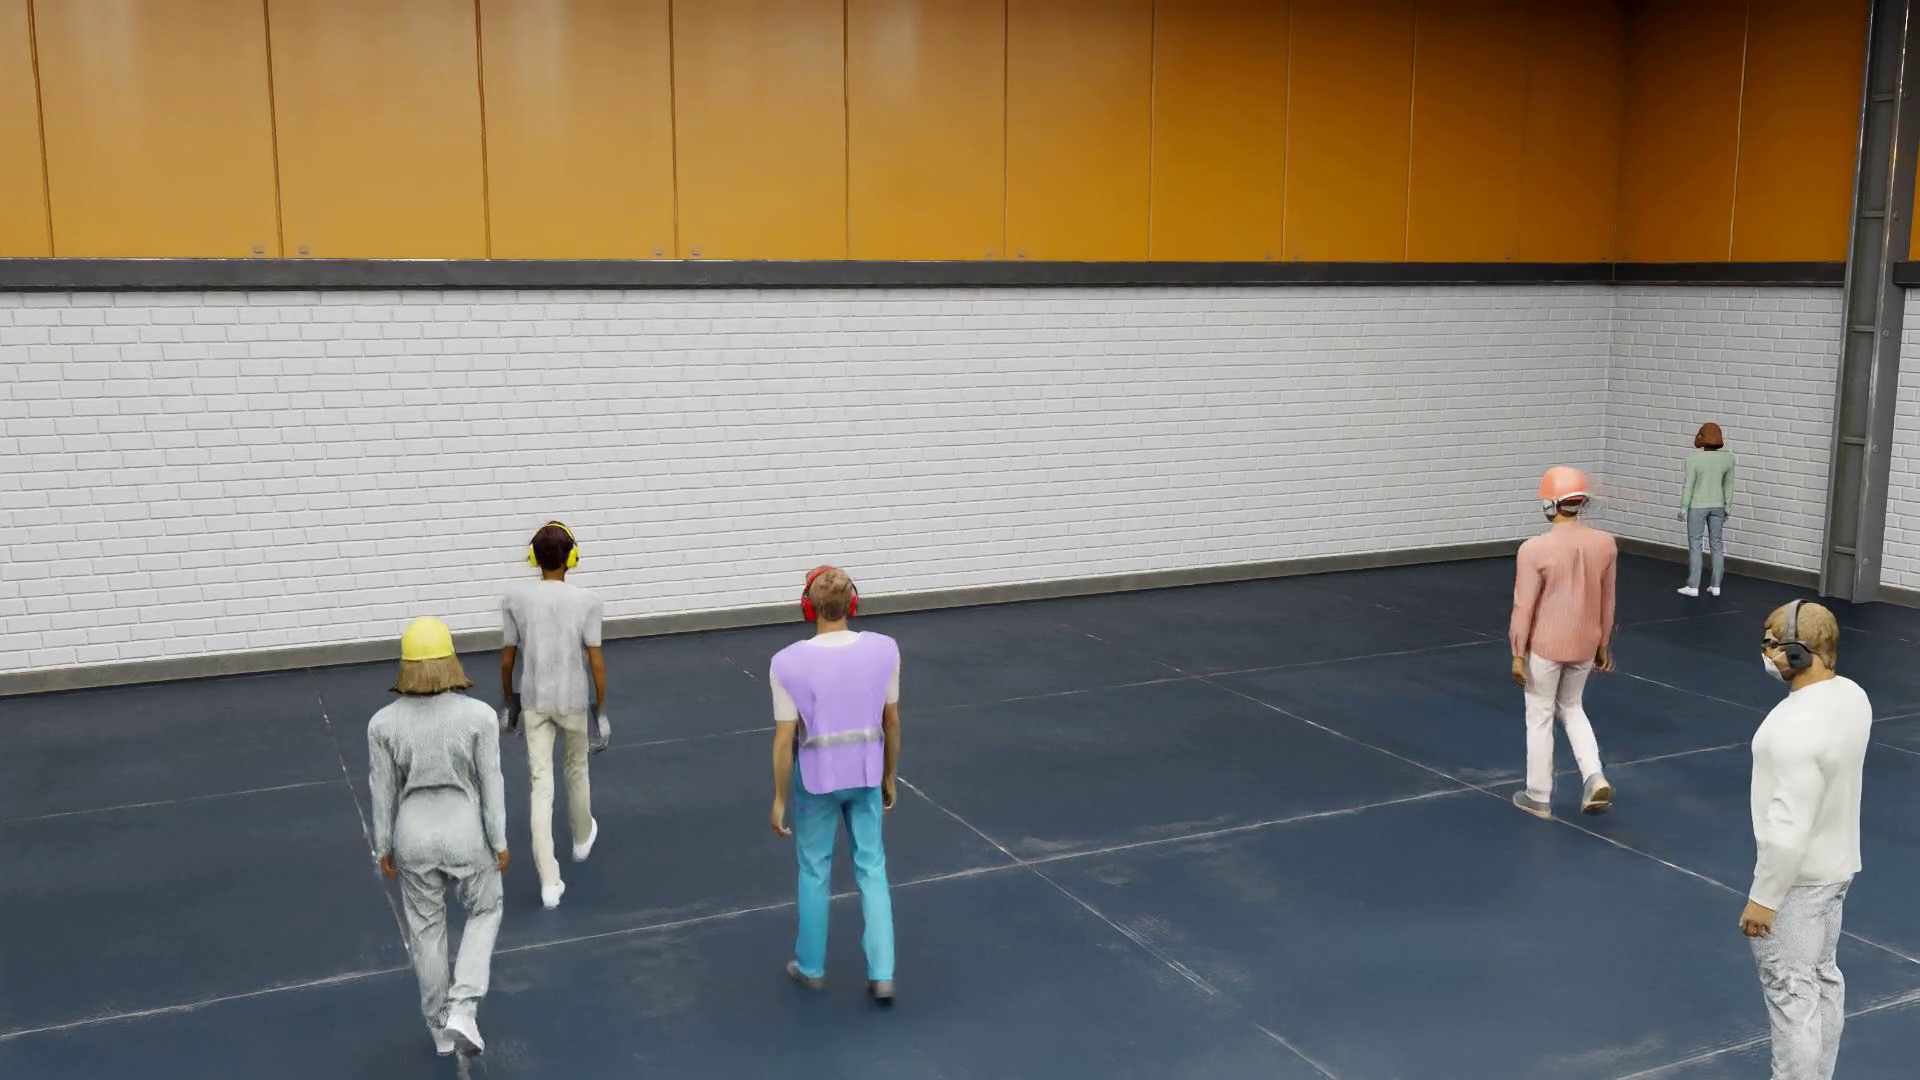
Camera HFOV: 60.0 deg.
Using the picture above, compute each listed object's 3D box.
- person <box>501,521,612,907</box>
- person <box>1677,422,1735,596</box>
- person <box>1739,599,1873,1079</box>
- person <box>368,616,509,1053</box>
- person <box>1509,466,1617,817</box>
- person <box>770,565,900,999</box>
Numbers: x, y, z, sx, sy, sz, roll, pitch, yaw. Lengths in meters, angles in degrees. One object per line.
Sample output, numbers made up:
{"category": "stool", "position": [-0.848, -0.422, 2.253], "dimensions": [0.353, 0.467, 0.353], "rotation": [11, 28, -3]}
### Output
{"category": "person", "position": [-1.995, 0.808, 8.234], "dimensions": [0.551, 1.817, 0.961], "rotation": [-1, 9, -5]}
{"category": "person", "position": [6.989, -0.285, 15.595], "dimensions": [0.509, 1.632, 0.265], "rotation": [-1, 9, -6]}
{"category": "person", "position": [2.877, 1.157, 5.724], "dimensions": [0.370, 1.934, 0.627], "rotation": [9, 13, 44]}
{"category": "person", "position": [-1.991, 1.150, 6.358], "dimensions": [0.507, 1.727, 0.440], "rotation": [-1, 9, -6]}
{"category": "person", "position": [3.309, 0.582, 9.129], "dimensions": [0.634, 1.983, 0.539], "rotation": [-2, 9, -15]}
{"category": "person", "position": [-0.516, 1.021, 6.937], "dimensions": [0.574, 1.864, 0.467], "rotation": [-4, 10, -21]}
